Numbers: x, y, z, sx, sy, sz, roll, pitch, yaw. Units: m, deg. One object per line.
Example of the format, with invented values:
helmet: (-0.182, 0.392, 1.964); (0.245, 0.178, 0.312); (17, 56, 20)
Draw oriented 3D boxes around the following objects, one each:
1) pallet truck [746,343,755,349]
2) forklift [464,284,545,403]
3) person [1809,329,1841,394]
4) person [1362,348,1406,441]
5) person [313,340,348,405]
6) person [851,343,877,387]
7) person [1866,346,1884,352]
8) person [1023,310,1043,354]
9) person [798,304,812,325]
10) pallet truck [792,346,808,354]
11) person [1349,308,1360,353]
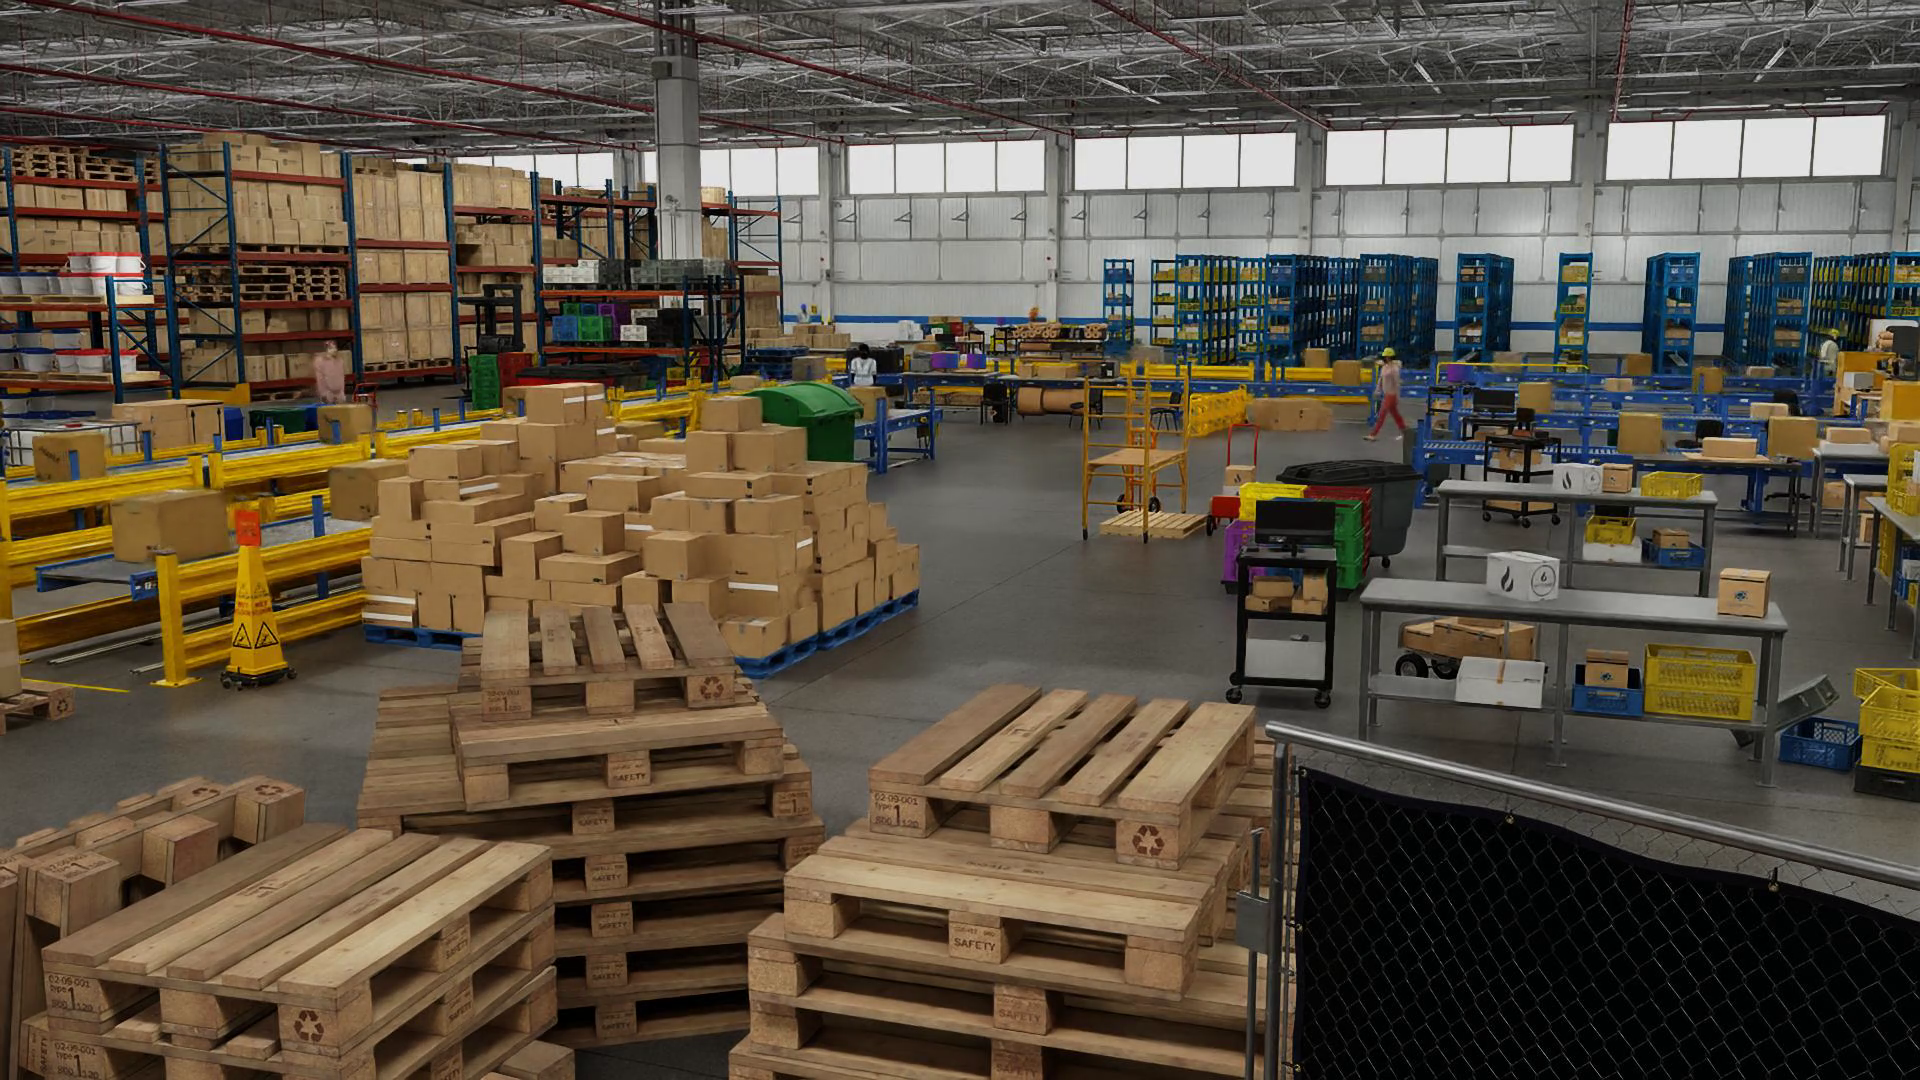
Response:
pallet truck: (-6.183, -4.618, 44.264); (1.601, 1.201, 0.680); (-9, 12, -43)
forklift: (-10.832, -4.702, 39.610); (1.129, 2.768, 1.873); (3, 10, 20)
person: (20.401, -4.065, 39.102); (0.957, 1.778, 0.602); (0, 9, 0)
person: (7.851, -2.662, 30.460); (0.930, 1.718, 0.518); (-1, 9, -7)
person: (-11.042, -2.577, 29.421); (0.790, 1.882, 0.648); (6, 11, 32)
person: (-1.927, -3.151, 33.598); (0.541, 1.681, 0.585); (1, 9, 7)
person: (21.134, -4.035, 38.481); (0.402, 1.904, 0.651); (4, 10, 26)
person: (2.260, -6.062, 51.008); (0.621, 1.973, 0.783); (3, 10, 18)
person: (-6.040, -8.269, 65.012); (0.617, 1.918, 0.423); (-5, 10, -29)
pallet truck: (-3.705, -4.298, 42.022); (0.653, 1.274, 1.630); (3, 10, 20)
person: (14.526, -7.607, 61.096); (0.388, 1.843, 0.564); (8, 12, 41)
